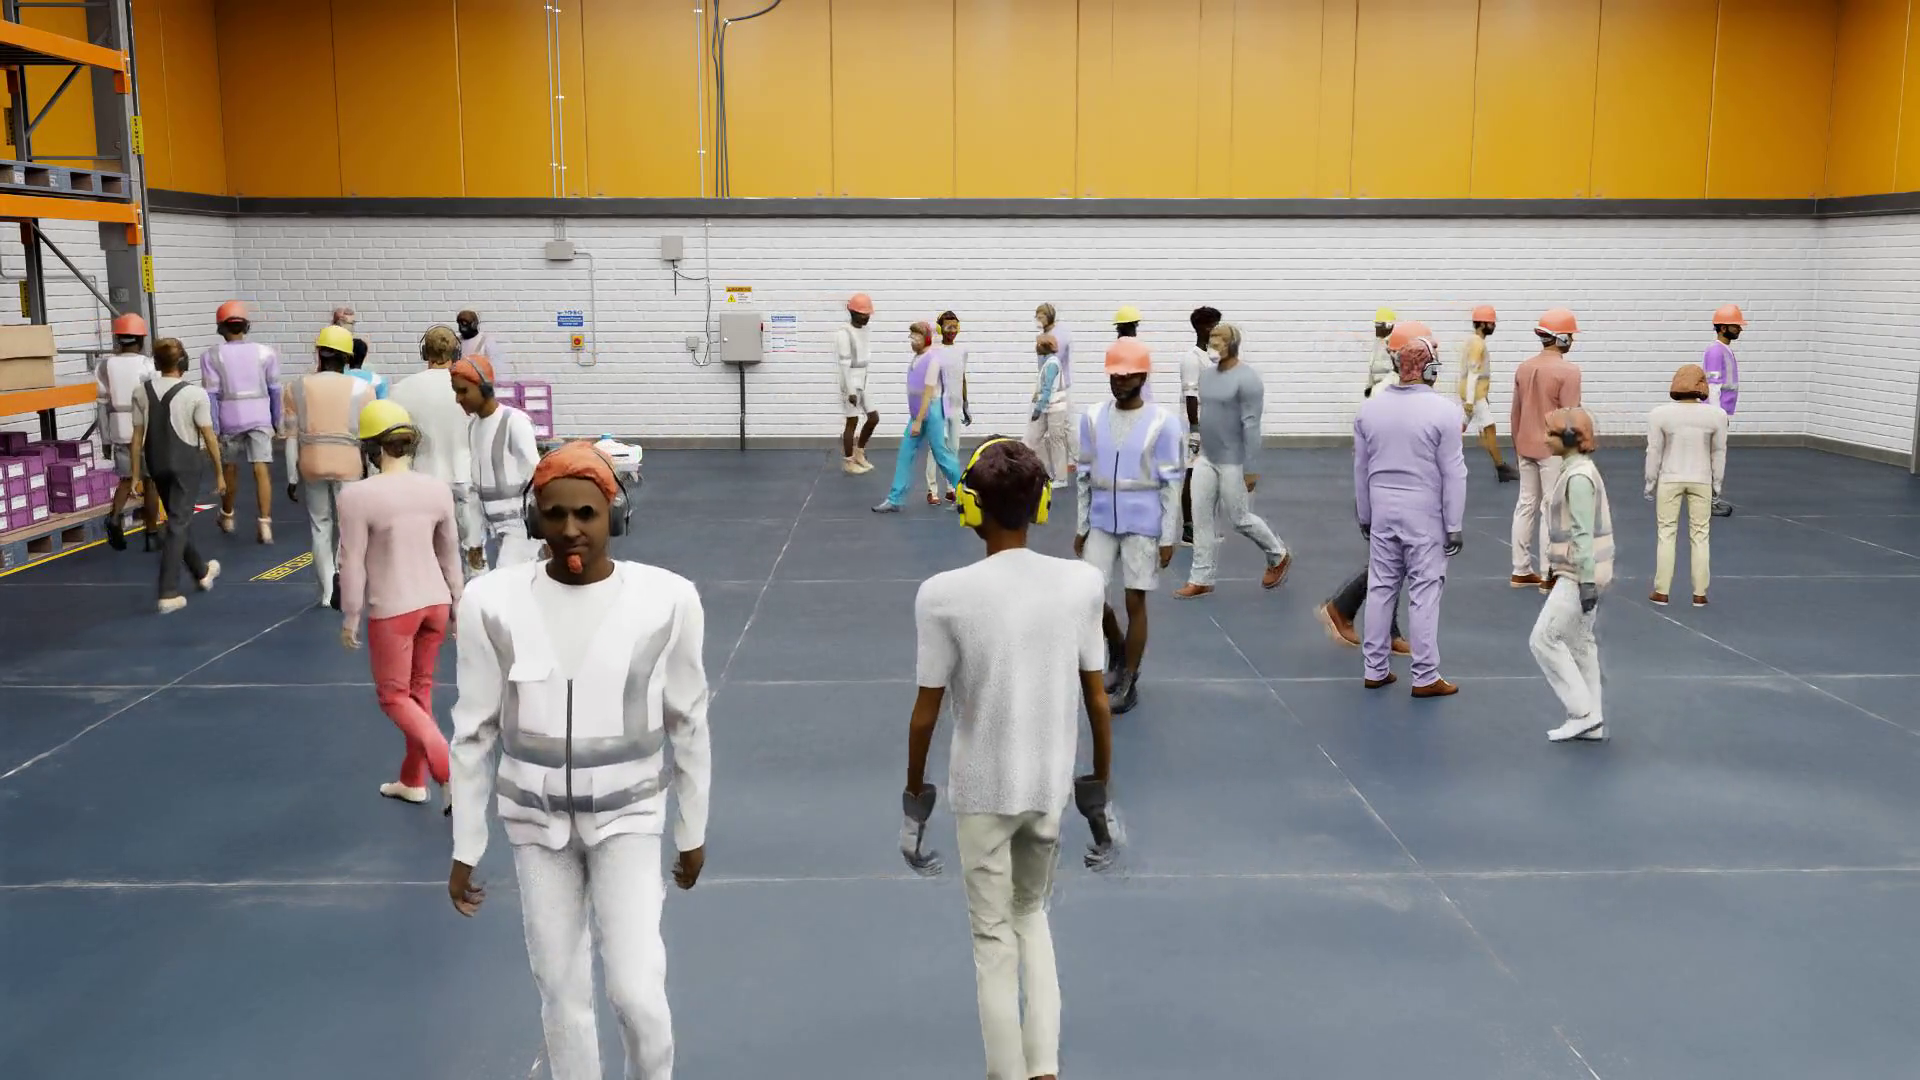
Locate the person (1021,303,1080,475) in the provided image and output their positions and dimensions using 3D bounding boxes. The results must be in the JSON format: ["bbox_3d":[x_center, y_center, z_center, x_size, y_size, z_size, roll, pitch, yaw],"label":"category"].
[{"bbox_3d":[0.918,-1.630,18.164,1.038,1.880,0.626,-4,10,-23],"label":"person"}]

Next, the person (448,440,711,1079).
[{"bbox_3d":[-0.899,0.700,3.952,0.593,1.872,0.419,0,9,0],"label":"person"}]

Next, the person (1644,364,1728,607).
[{"bbox_3d":[4.869,-0.365,11.195,0.501,1.631,0.285,3,10,16],"label":"person"}]

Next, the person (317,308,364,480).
[{"bbox_3d":[-6.602,-1.539,17.770,0.822,1.849,0.666,-6,11,-31],"label":"person"}]

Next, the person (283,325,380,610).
[{"bbox_3d":[-4.133,-0.458,10.959,0.594,1.899,0.670,-3,10,-16],"label":"person"}]

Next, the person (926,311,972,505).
[{"bbox_3d":[-0.121,-1.273,16.043,0.535,1.868,0.309,-6,11,-32],"label":"person"}]

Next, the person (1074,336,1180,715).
[{"bbox_3d":[0.845,-0.074,8.509,0.563,1.928,0.423,5,10,27],"label":"person"}]

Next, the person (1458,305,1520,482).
[{"bbox_3d":[5.526,-1.549,17.694,0.984,1.883,0.564,2,9,11],"label":"person"}]

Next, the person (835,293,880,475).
[{"bbox_3d":[-1.112,-1.690,18.193,0.535,2.002,0.650,6,11,32],"label":"person"}]

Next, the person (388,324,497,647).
[{"bbox_3d":[-3.072,-0.319,9.980,0.627,1.940,0.372,-2,10,-15],"label":"person"}]

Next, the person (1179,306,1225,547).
[{"bbox_3d":[1.988,-0.928,13.625,0.367,1.967,0.606,4,10,22],"label":"person"}]

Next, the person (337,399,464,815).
[{"bbox_3d":[-2.237,0.292,6.844,0.632,1.736,0.540,6,11,34],"label":"person"}]

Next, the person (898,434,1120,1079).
[{"bbox_3d":[0.112,0.658,4.239,0.558,1.854,0.397,-4,10,-22],"label":"person"}]

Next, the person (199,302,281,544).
[{"bbox_3d":[-6.018,-0.991,13.957,0.636,1.981,1.059,-6,11,-32],"label":"person"}]

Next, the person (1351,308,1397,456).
[{"bbox_3d":[4.951,-1.845,19.759,0.827,1.797,0.631,-2,9,-11],"label":"person"}]

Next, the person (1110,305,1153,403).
[{"bbox_3d":[1.666,-1.329,16.278,0.435,1.913,0.586,3,10,18],"label":"person"}]

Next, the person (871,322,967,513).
[{"bbox_3d":[-0.295,-1.124,15.406,0.937,1.796,0.558,-5,10,-27],"label":"person"}]

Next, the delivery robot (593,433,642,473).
[{"bbox_3d":[-3.661,-0.862,17.255,0.707,0.478,0.477,-3,10,-16],"label":"delivery robot"}]

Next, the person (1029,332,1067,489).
[{"bbox_3d":[0.888,-1.322,17.102,0.511,1.618,0.508,-1,9,-7],"label":"person"}]

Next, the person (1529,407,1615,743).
[{"bbox_3d":[2.910,0.183,7.871,0.407,1.617,0.578,3,10,17],"label":"person"}]

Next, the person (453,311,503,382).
[{"bbox_3d":[-5.373,-1.575,18.076,0.660,1.802,0.897,5,10,26],"label":"person"}]

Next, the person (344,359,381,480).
[{"bbox_3d":[-6.040,-1.247,16.649,0.537,1.610,0.510,1,9,5],"label":"person"}]

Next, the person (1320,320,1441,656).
[{"bbox_3d":[2.502,-0.284,9.673,0.526,1.978,0.616,5,11,30],"label":"person"}]

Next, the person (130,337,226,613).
[{"bbox_3d":[-5.243,-0.462,11.259,0.542,1.799,0.958,1,9,4],"label":"person"}]

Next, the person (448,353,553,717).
[{"bbox_3d":[-2.346,-0.014,8.413,0.852,1.839,0.635,-7,11,-36],"label":"person"}]

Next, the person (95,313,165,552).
[{"bbox_3d":[-6.549,-0.829,13.177,0.552,1.924,0.561,0,9,-1],"label":"person"}]

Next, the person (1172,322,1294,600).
[{"bbox_3d":[1.898,-0.546,11.470,0.865,1.915,0.635,-5,11,-28],"label":"person"}]

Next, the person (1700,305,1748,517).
[{"bbox_3d":[7.007,-1.190,15.326,0.357,1.938,0.542,5,11,29],"label":"person"}]

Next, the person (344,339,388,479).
[{"bbox_3d":[-5.304,-0.937,14.613,0.548,1.645,0.856,-4,10,-24],"label":"person"}]

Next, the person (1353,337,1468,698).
[{"bbox_3d":[2.408,-0.119,8.854,0.407,1.908,0.642,-9,13,-43],"label":"person"}]

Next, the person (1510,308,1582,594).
[{"bbox_3d":[4.127,-0.624,11.676,0.390,1.995,0.613,-4,10,-21],"label":"person"}]
